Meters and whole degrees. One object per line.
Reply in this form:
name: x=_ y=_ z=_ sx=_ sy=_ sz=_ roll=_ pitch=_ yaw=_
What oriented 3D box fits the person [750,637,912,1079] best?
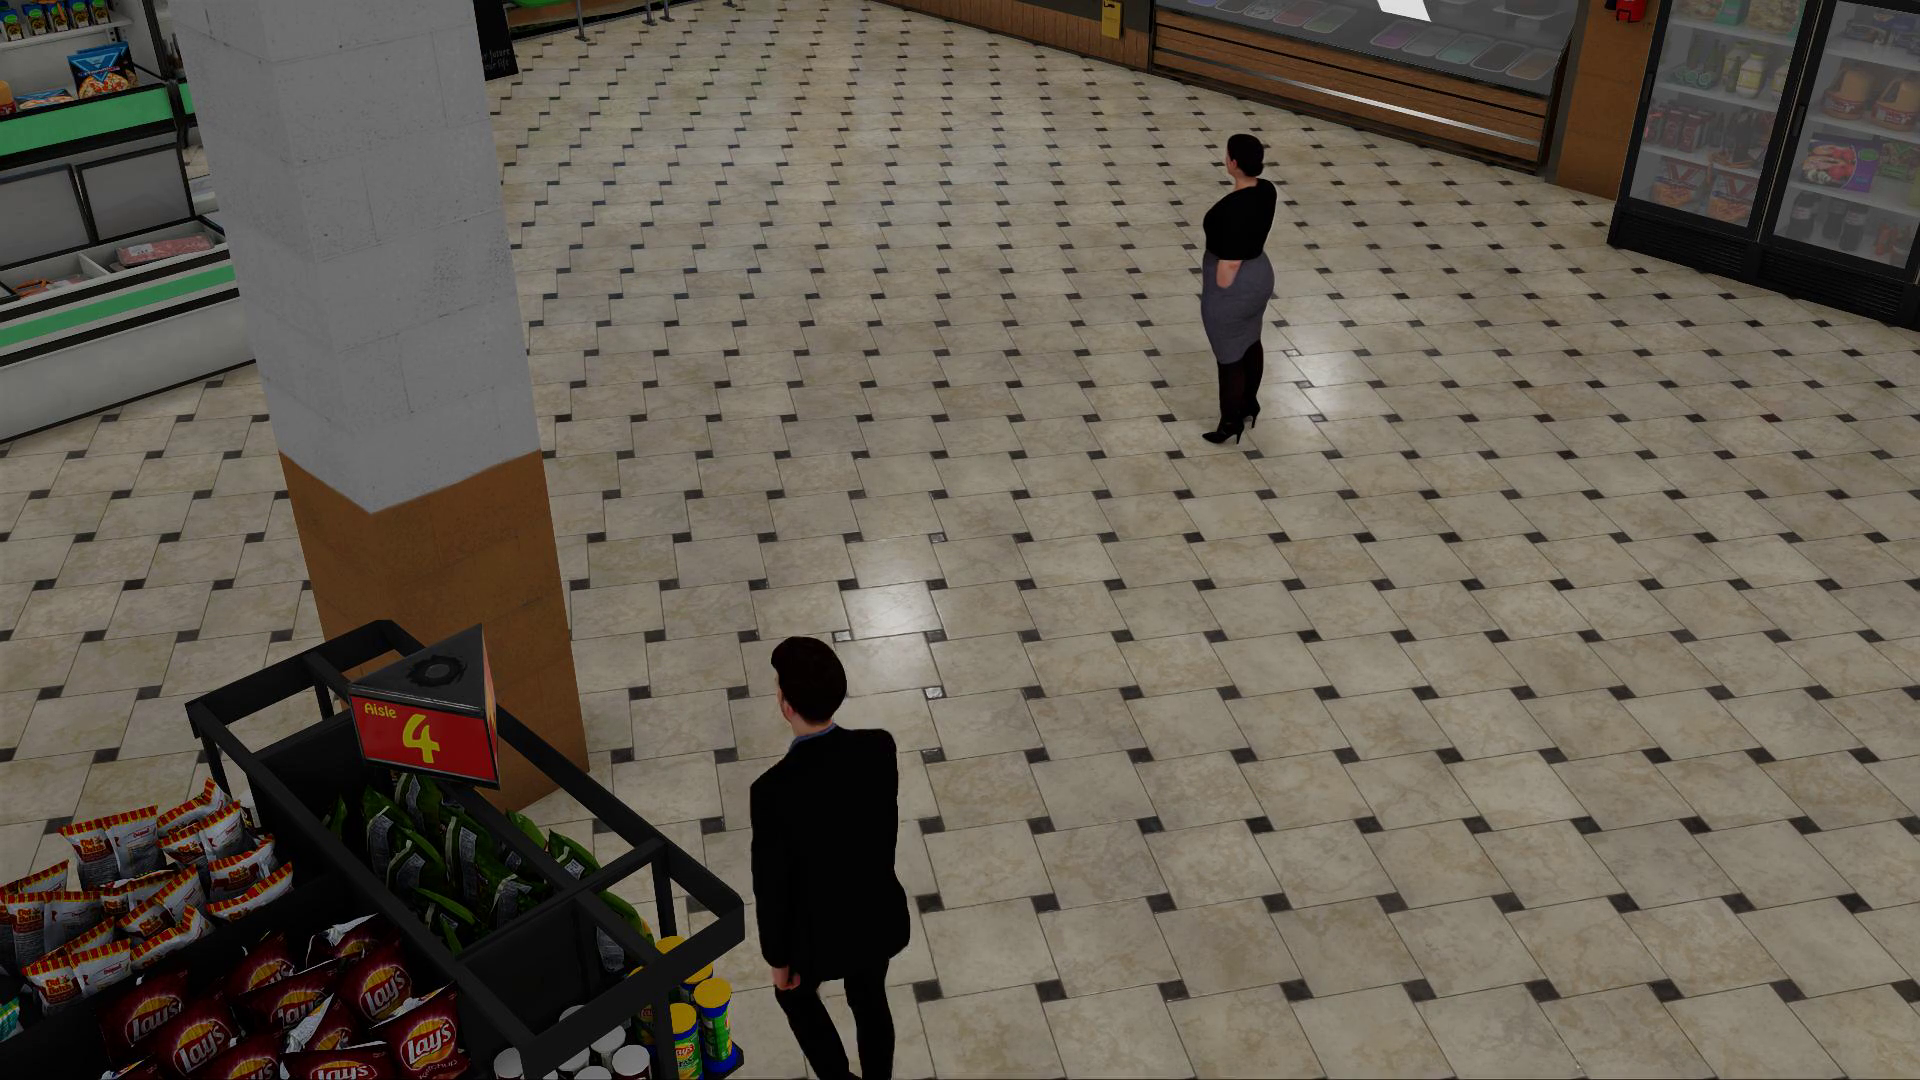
person: x=-0.315 y=1.168 z=4.944 sx=0.701 sy=1.866 sz=0.812 roll=-17 pitch=36 yaw=-26

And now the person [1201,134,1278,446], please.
person: x=1.535 y=-1.360 z=9.112 sx=0.782 sy=1.757 sz=0.628 roll=19 pitch=37 yaw=27
